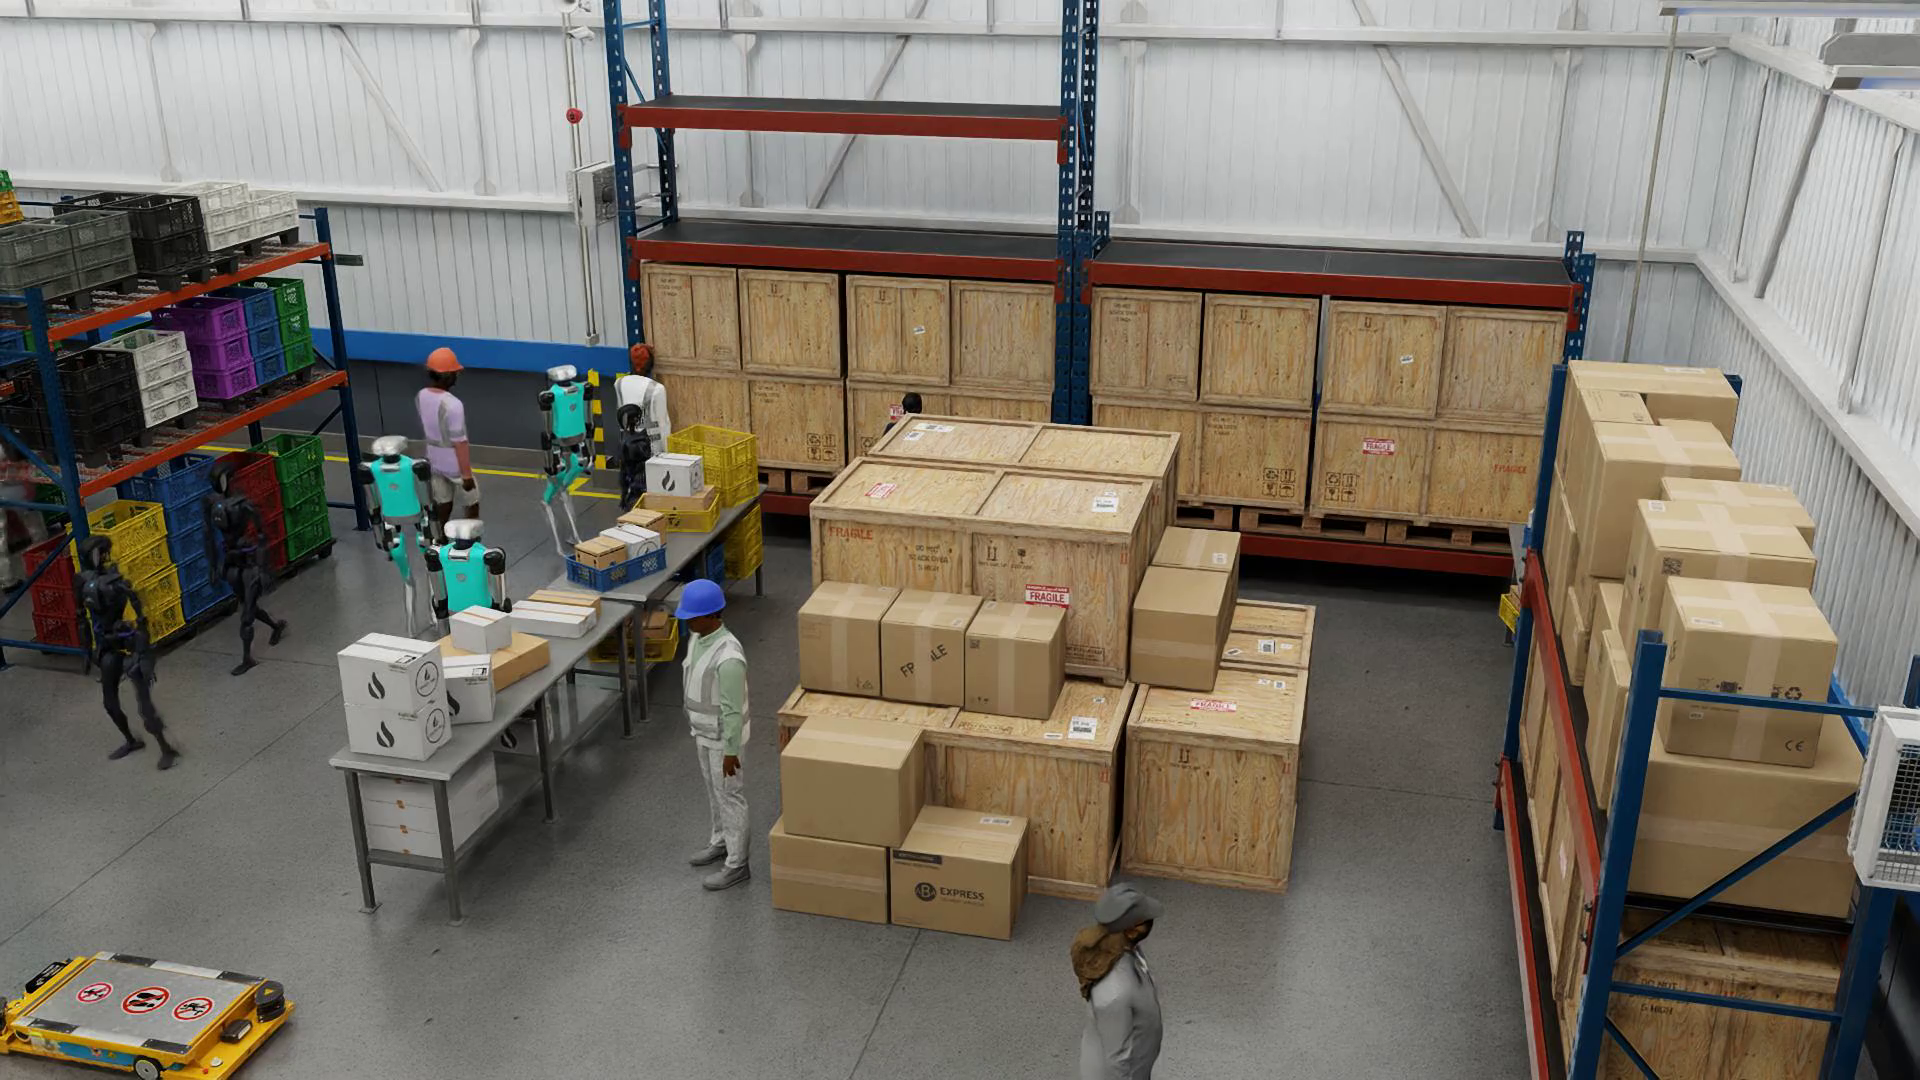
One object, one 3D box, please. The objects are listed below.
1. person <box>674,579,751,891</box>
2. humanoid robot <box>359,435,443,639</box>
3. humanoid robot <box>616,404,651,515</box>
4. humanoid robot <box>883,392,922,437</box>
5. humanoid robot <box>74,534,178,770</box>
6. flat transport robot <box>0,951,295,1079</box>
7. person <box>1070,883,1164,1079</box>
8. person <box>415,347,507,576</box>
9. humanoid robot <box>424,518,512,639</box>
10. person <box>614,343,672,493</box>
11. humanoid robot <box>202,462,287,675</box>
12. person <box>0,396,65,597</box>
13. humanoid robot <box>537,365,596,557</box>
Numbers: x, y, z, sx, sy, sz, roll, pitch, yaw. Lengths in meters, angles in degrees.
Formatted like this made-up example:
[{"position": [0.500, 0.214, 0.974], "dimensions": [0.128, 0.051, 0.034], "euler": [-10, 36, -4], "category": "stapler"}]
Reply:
[{"position": [-1.435, 1.123, 9.778], "dimensions": [0.408, 1.939, 0.602], "euler": [-10, 23, -25], "category": "person"}, {"position": [-4.311, -0.039, 13.099], "dimensions": [0.531, 1.781, 0.747], "euler": [-2, 21, -6], "category": "humanoid robot"}, {"position": [-2.721, -0.346, 13.994], "dimensions": [0.503, 1.650, 0.616], "euler": [-14, 25, -33], "category": "humanoid robot"}, {"position": [-0.413, -0.456, 14.246], "dimensions": [0.599, 1.657, 0.315], "euler": [6, 22, 15], "category": "humanoid robot"}, {"position": [-5.640, 0.733, 11.157], "dimensions": [0.601, 1.644, 0.313], "euler": [7, 22, 17], "category": "humanoid robot"}, {"position": [-4.270, 2.464, 8.601], "dimensions": [1.431, 0.231, 0.659], "euler": [5, 22, 13], "category": "flat transport robot"}, {"position": [0.654, 2.242, 7.075], "dimensions": [0.398, 1.769, 0.572], "euler": [2, 21, 5], "category": "person"}, {"position": [-4.331, -0.668, 14.332], "dimensions": [0.611, 2.043, 0.492], "euler": [15, 26, 35], "category": "person"}, {"position": [-3.219, 0.570, 11.310], "dimensions": [0.533, 1.677, 0.735], "euler": [2, 21, 5], "category": "humanoid robot"}, {"position": [-2.826, -0.848, 15.010], "dimensions": [0.571, 1.877, 0.338], "euler": [13, 24, 30], "category": "person"}, {"position": [-5.461, 0.155, 12.734], "dimensions": [0.587, 1.631, 0.766], "euler": [6, 22, 15], "category": "humanoid robot"}, {"position": [-8.093, -0.470, 14.163], "dimensions": [0.580, 1.781, 0.862], "euler": [-4, 21, -9], "category": "person"}, {"position": [-3.593, -0.736, 14.886], "dimensions": [0.675, 1.774, 0.536], "euler": [19, 28, 41], "category": "humanoid robot"}]
